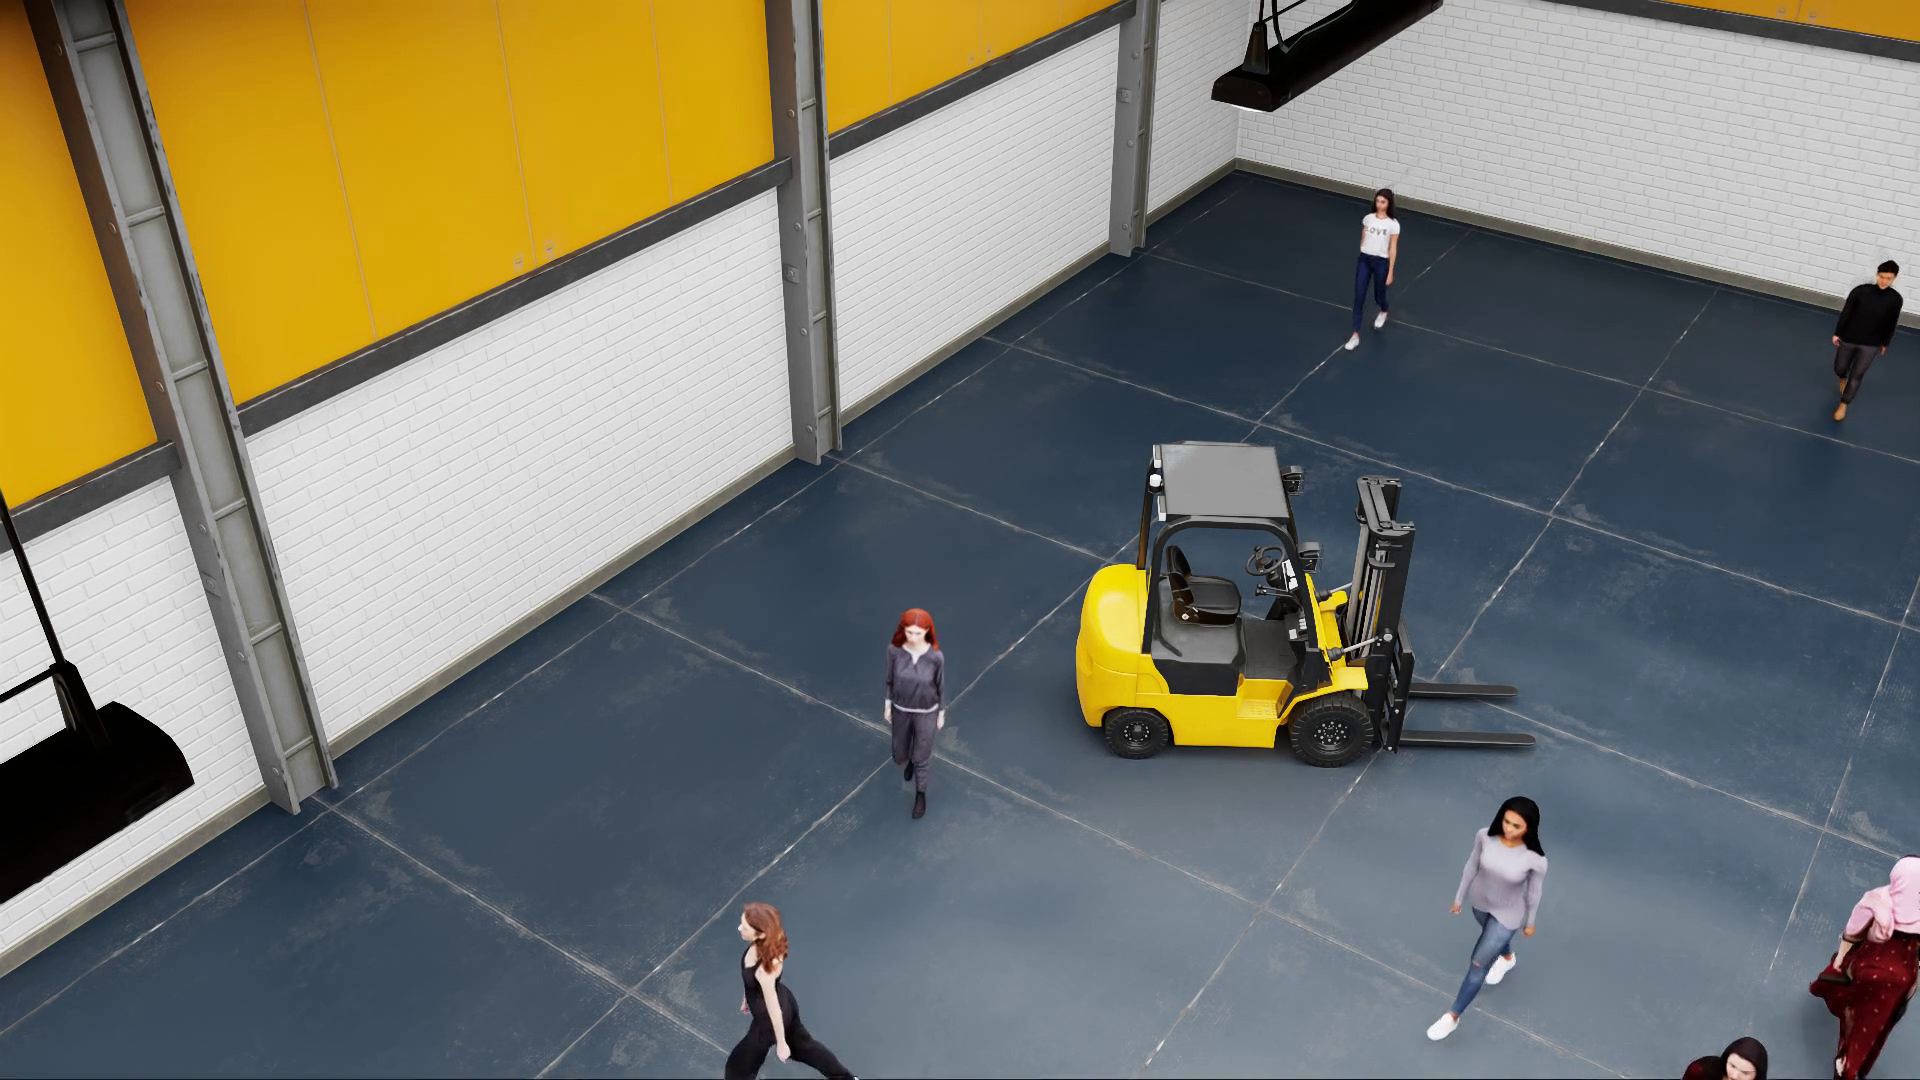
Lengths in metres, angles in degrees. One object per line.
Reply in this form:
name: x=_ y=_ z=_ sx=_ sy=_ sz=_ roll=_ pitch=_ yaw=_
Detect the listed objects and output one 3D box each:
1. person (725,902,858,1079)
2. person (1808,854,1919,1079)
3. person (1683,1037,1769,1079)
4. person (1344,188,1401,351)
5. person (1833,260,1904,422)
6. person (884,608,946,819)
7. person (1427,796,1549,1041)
person: x=-0.974 y=2.693 z=9.468 sx=1.194 sy=1.702 sz=1.110 roll=-7 pitch=34 yaw=-10
person: x=5.393 y=2.554 z=9.780 sx=0.786 sy=1.587 sz=1.120 roll=13 pitch=36 yaw=19
person: x=3.989 y=3.160 z=8.741 sx=0.645 sy=1.729 sz=0.798 roll=20 pitch=39 yaw=28
person: x=4.503 y=-2.944 z=17.907 sx=0.599 sy=1.747 sz=1.074 roll=21 pitch=39 yaw=28
person: x=9.019 y=-2.051 z=16.610 sx=0.670 sy=1.695 sz=0.916 roll=18 pitch=38 yaw=25
person: x=-0.300 y=1.158 z=11.718 sx=0.732 sy=1.767 sz=0.816 roll=7 pitch=34 yaw=10
person: x=3.336 y=2.221 z=10.195 sx=1.249 sy=1.682 sz=0.832 roll=-26 pitch=41 yaw=-33
